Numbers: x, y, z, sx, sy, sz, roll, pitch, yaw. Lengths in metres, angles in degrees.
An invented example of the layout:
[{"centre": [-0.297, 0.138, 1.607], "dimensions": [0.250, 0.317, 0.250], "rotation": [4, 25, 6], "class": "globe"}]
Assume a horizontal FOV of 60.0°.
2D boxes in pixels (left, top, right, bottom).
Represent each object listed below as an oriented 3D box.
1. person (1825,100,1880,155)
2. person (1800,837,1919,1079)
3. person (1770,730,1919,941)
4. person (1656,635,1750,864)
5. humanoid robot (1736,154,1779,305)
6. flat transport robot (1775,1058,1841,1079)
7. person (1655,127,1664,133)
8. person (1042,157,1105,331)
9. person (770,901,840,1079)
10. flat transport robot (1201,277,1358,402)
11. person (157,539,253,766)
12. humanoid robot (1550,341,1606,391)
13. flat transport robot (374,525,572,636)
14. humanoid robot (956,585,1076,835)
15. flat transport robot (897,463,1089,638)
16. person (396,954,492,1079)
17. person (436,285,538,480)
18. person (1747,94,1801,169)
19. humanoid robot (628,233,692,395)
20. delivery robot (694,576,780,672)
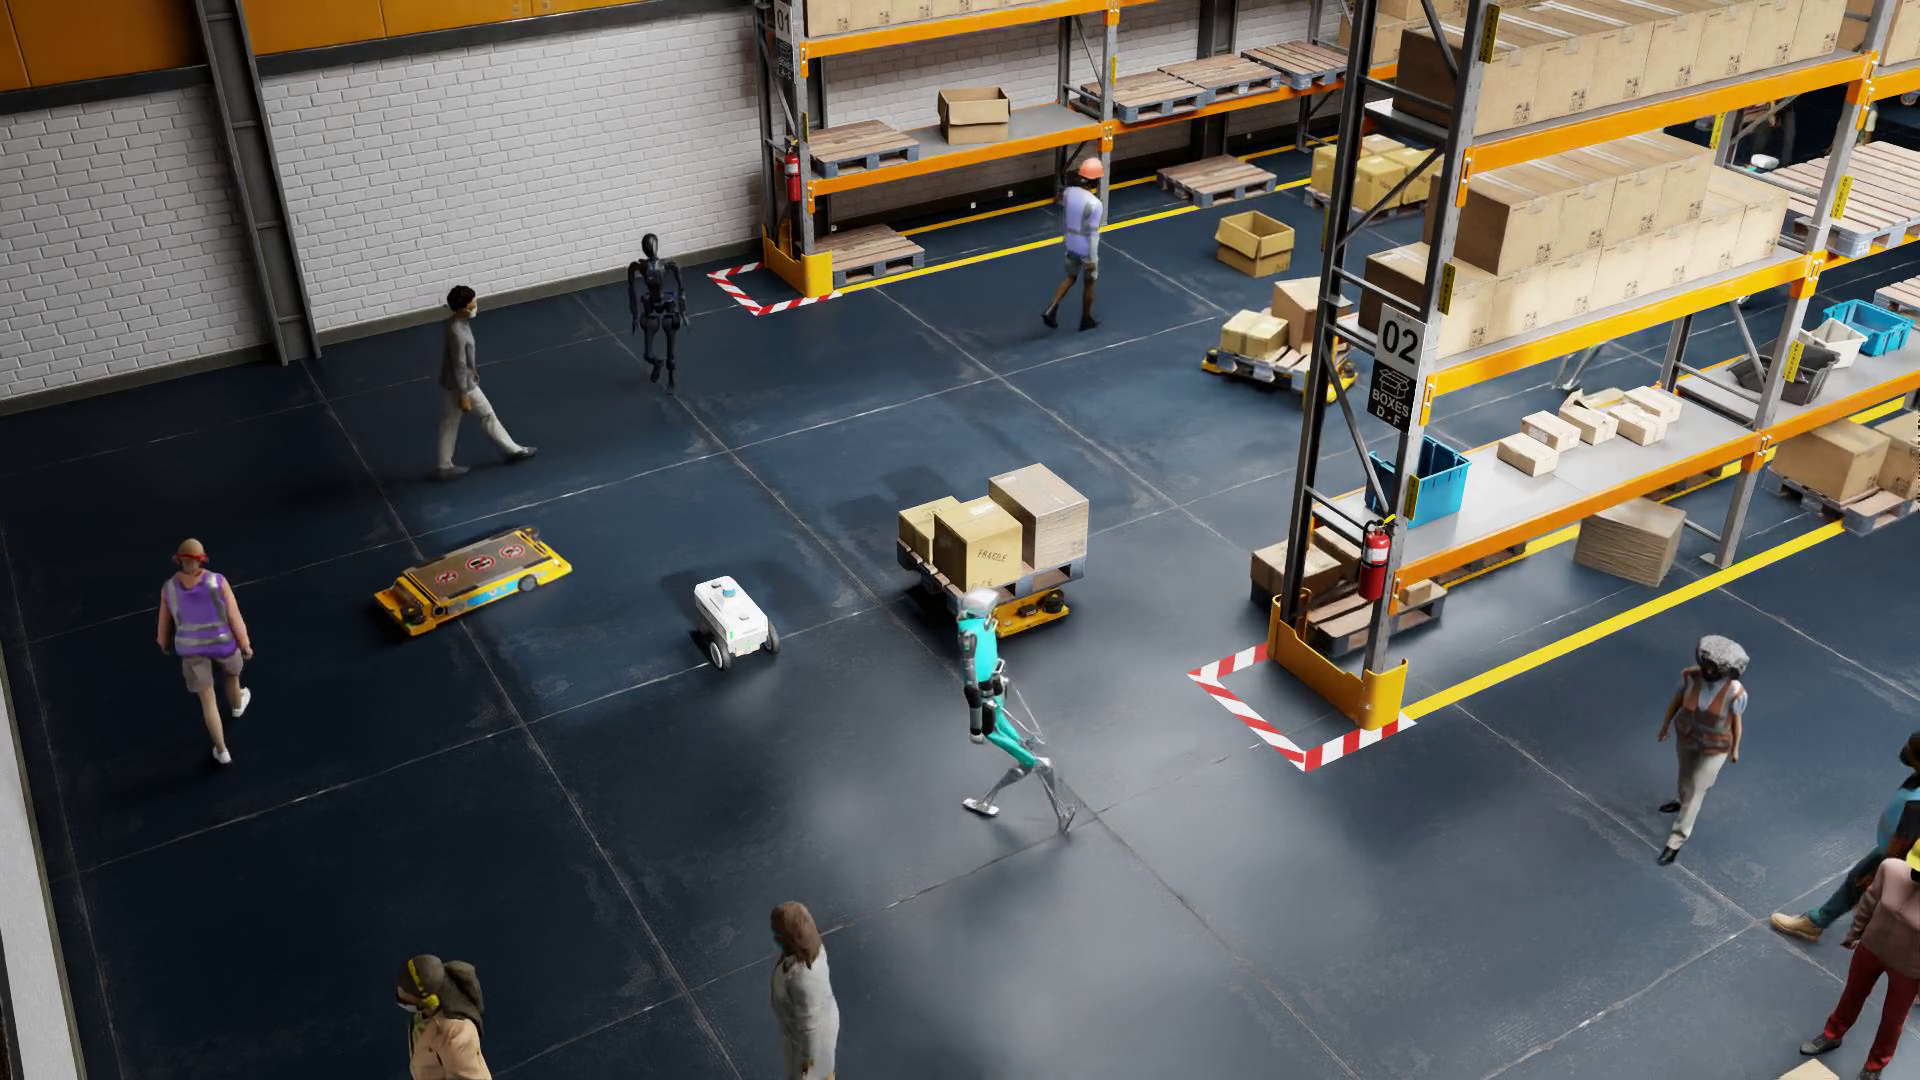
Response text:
[{"centre": [10.755, -4.717, 20.121], "dimensions": [0.395, 1.847, 0.563], "rotation": [-5, 32, -7], "class": "person"}, {"centre": [5.067, 2.274, 9.046], "dimensions": [0.314, 1.769, 0.523], "rotation": [-17, 36, -26], "class": "person"}, {"centre": [5.505, 1.842, 9.699], "dimensions": [0.991, 1.818, 0.556], "rotation": [21, 38, 30], "class": "person"}, {"centre": [4.787, 1.276, 10.767], "dimensions": [0.735, 1.635, 0.472], "rotation": [-26, 40, -35], "class": "person"}, {"centre": [8.630, -3.388, 17.979], "dimensions": [0.735, 1.677, 0.533], "rotation": [-18, 36, -26], "class": "humanoid robot"}, {"centre": [4.339, 3.622, 8.307], "dimensions": [1.431, 0.231, 0.659], "rotation": [-16, 35, -24], "class": "flat transport robot"}, {"centre": [7.979, -4.504, 19.794], "dimensions": [0.404, 1.834, 0.586], "rotation": [-17, 36, -26], "class": "person"}, {"centre": [1.216, -3.045, 17.393], "dimensions": [0.661, 1.914, 0.555], "rotation": [-26, 40, -35], "class": "person"}, {"centre": [-0.797, 2.587, 8.681], "dimensions": [0.350, 1.642, 0.638], "rotation": [-7, 33, -11], "class": "person"}, {"centre": [3.248, -1.767, 16.902], "dimensions": [1.431, 0.231, 0.659], "rotation": [19, 37, 27], "class": "flat transport robot"}, {"centre": [-5.272, 0.719, 11.627], "dimensions": [0.595, 1.640, 0.867], "rotation": [-9, 33, -15], "class": "person"}, {"centre": [6.065, -2.163, 16.188], "dimensions": [0.848, 1.805, 0.550], "rotation": [-19, 37, -27], "class": "humanoid robot"}, {"centre": [-3.971, 0.316, 13.580], "dimensions": [1.431, 0.231, 0.659], "rotation": [-25, 40, -34], "class": "flat transport robot"}, {"centre": [0.449, 1.138, 10.896], "dimensions": [0.962, 1.762, 0.547], "rotation": [8, 33, 13], "class": "humanoid robot"}, {"centre": [0.222, 0.298, 13.608], "dimensions": [0.659, 0.231, 1.431], "rotation": [-18, 36, -26], "class": "flat transport robot"}, {"centre": [-2.471, 2.729, 8.223], "dimensions": [0.403, 1.876, 0.553], "rotation": [-17, 36, -26], "class": "person"}, {"centre": [-4.381, -1.425, 14.874], "dimensions": [0.965, 1.837, 0.562], "rotation": [-15, 35, -23], "class": "person"}, {"centre": [10.664, -5.495, 21.399], "dimensions": [0.530, 1.802, 0.916], "rotation": [-8, 33, -13], "class": "person"}, {"centre": [-2.931, -2.233, 16.319], "dimensions": [0.600, 1.651, 0.422], "rotation": [-1, 32, -1], "class": "humanoid robot"}, {"centre": [-1.766, 0.593, 12.843], "dimensions": [0.499, 0.566, 0.739], "rotation": [-18, 36, -26], "class": "delivery robot"}]
